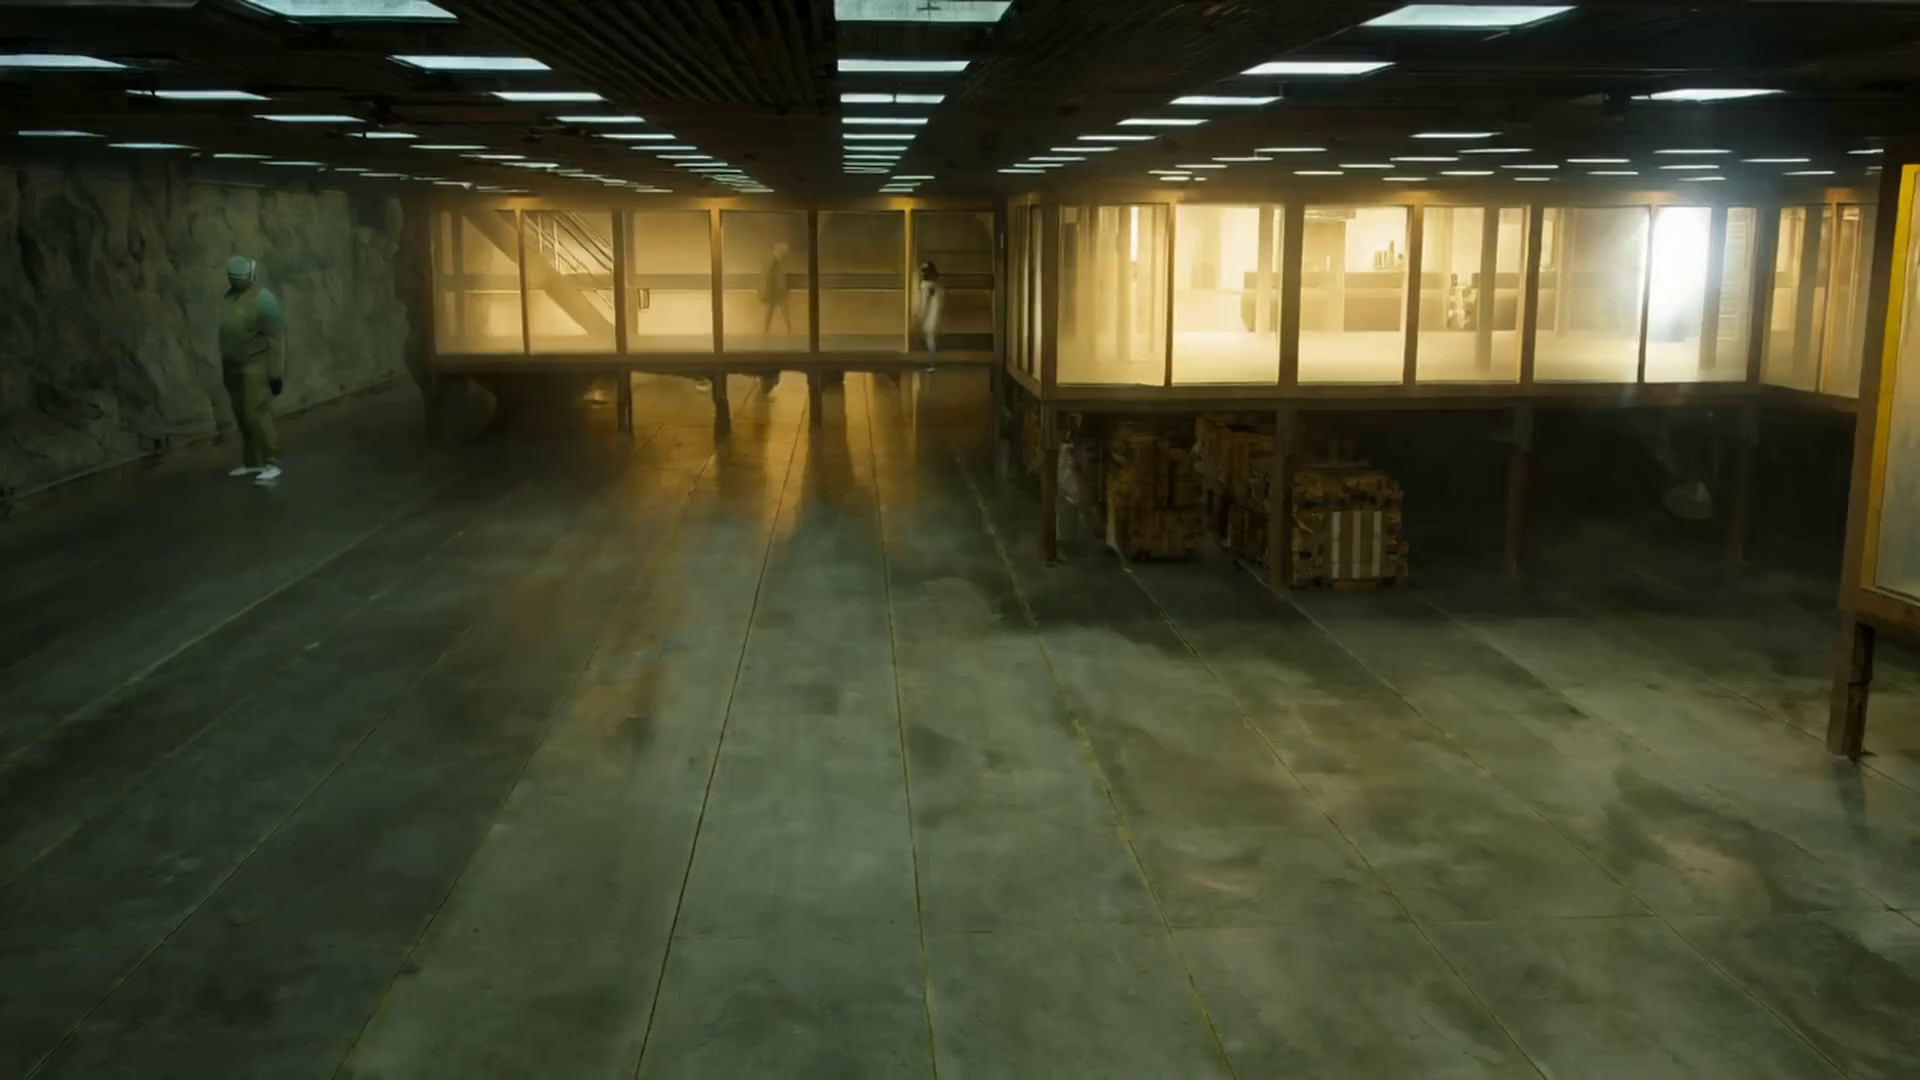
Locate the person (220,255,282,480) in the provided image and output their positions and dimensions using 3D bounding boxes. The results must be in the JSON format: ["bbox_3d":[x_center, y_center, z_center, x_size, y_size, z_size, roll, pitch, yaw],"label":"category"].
[{"bbox_3d":[-6.012,-1.447,14.068,0.732,1.892,0.447,6,12,30],"label":"person"}]

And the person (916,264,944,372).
[{"bbox_3d":[-0.433,-3.336,24.992,0.321,1.611,0.732,5,11,24],"label":"person"}]
